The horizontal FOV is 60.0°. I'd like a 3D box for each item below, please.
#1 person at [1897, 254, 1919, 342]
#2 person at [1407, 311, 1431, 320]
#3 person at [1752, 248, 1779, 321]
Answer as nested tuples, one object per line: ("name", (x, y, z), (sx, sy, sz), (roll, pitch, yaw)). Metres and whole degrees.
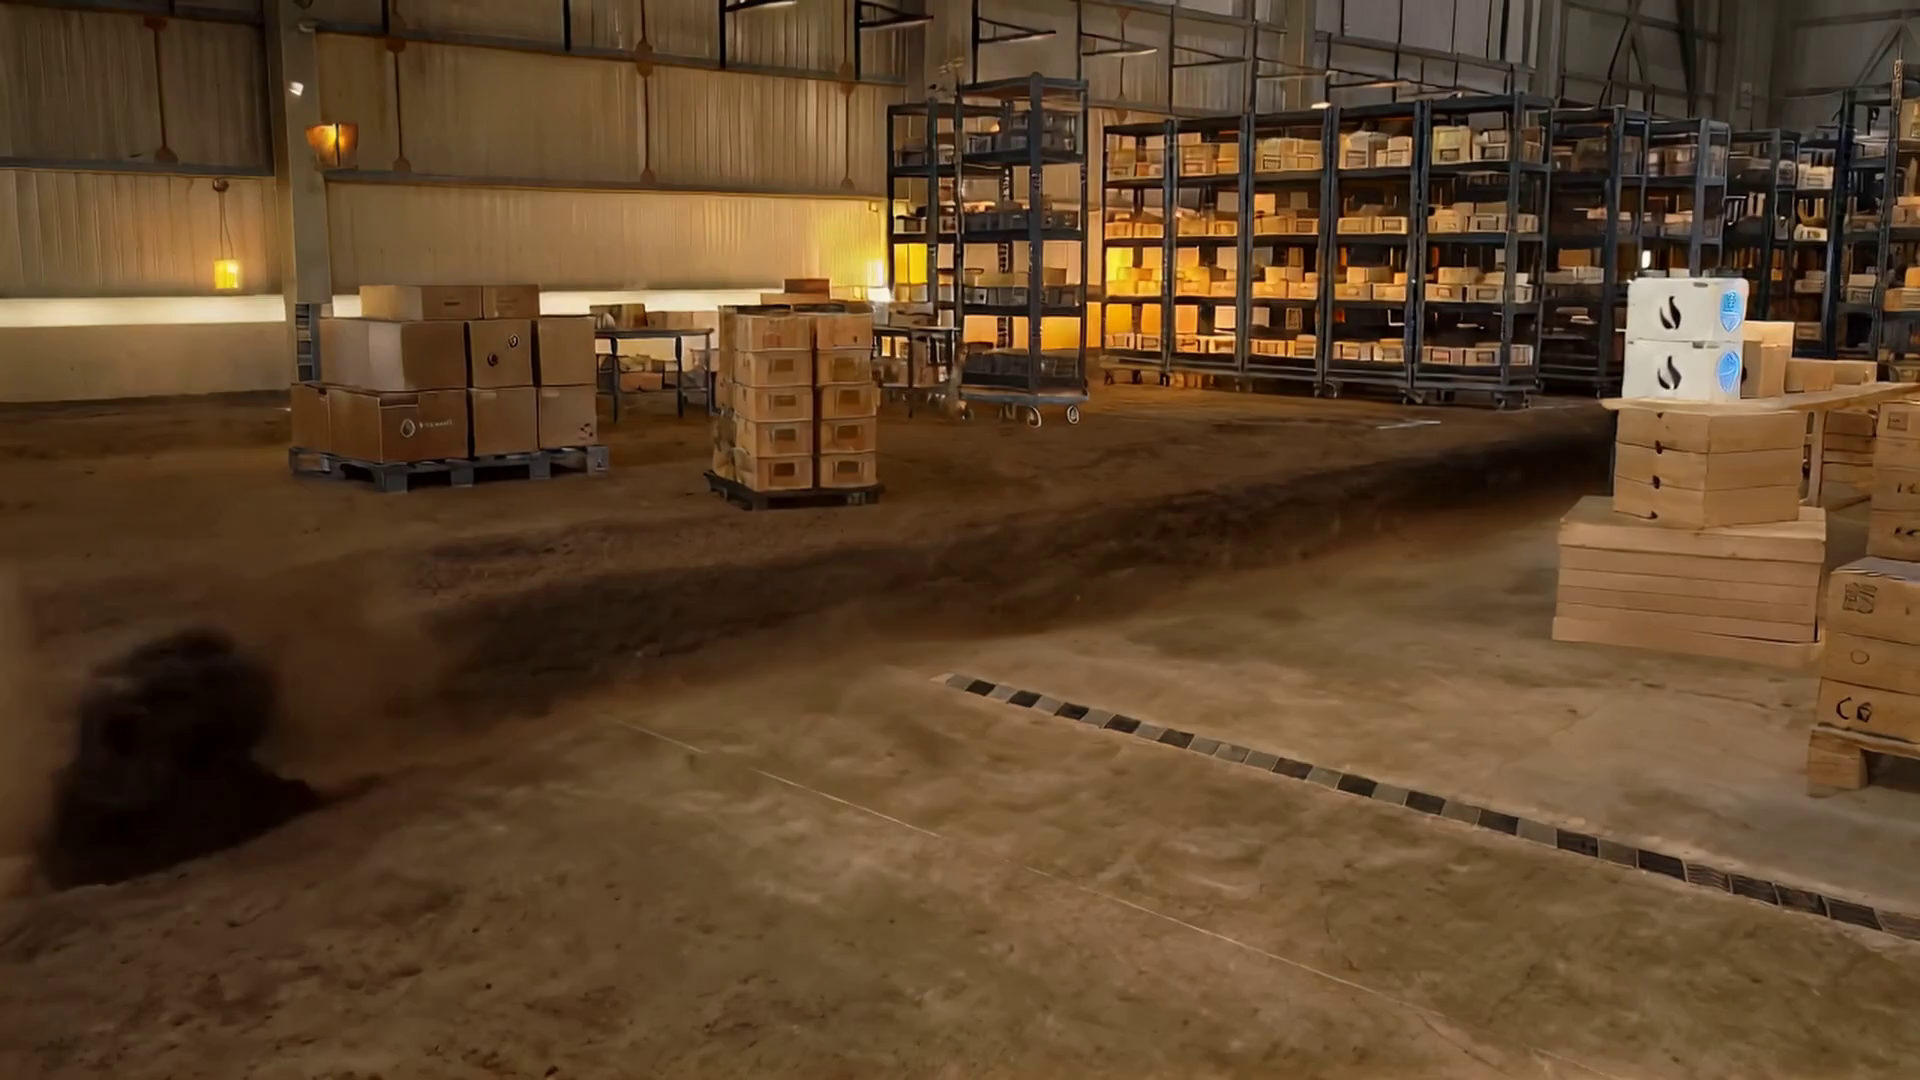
("person", (13.706, -3.208, 24.049), (0.404, 1.830, 0.603), (5, 11, 27))
("person", (8.952, -4.615, 32.490), (0.563, 1.838, 0.389), (1, 10, 7))
("person", (13.560, -3.949, 28.074), (0.630, 1.970, 0.451), (-7, 12, -35))
